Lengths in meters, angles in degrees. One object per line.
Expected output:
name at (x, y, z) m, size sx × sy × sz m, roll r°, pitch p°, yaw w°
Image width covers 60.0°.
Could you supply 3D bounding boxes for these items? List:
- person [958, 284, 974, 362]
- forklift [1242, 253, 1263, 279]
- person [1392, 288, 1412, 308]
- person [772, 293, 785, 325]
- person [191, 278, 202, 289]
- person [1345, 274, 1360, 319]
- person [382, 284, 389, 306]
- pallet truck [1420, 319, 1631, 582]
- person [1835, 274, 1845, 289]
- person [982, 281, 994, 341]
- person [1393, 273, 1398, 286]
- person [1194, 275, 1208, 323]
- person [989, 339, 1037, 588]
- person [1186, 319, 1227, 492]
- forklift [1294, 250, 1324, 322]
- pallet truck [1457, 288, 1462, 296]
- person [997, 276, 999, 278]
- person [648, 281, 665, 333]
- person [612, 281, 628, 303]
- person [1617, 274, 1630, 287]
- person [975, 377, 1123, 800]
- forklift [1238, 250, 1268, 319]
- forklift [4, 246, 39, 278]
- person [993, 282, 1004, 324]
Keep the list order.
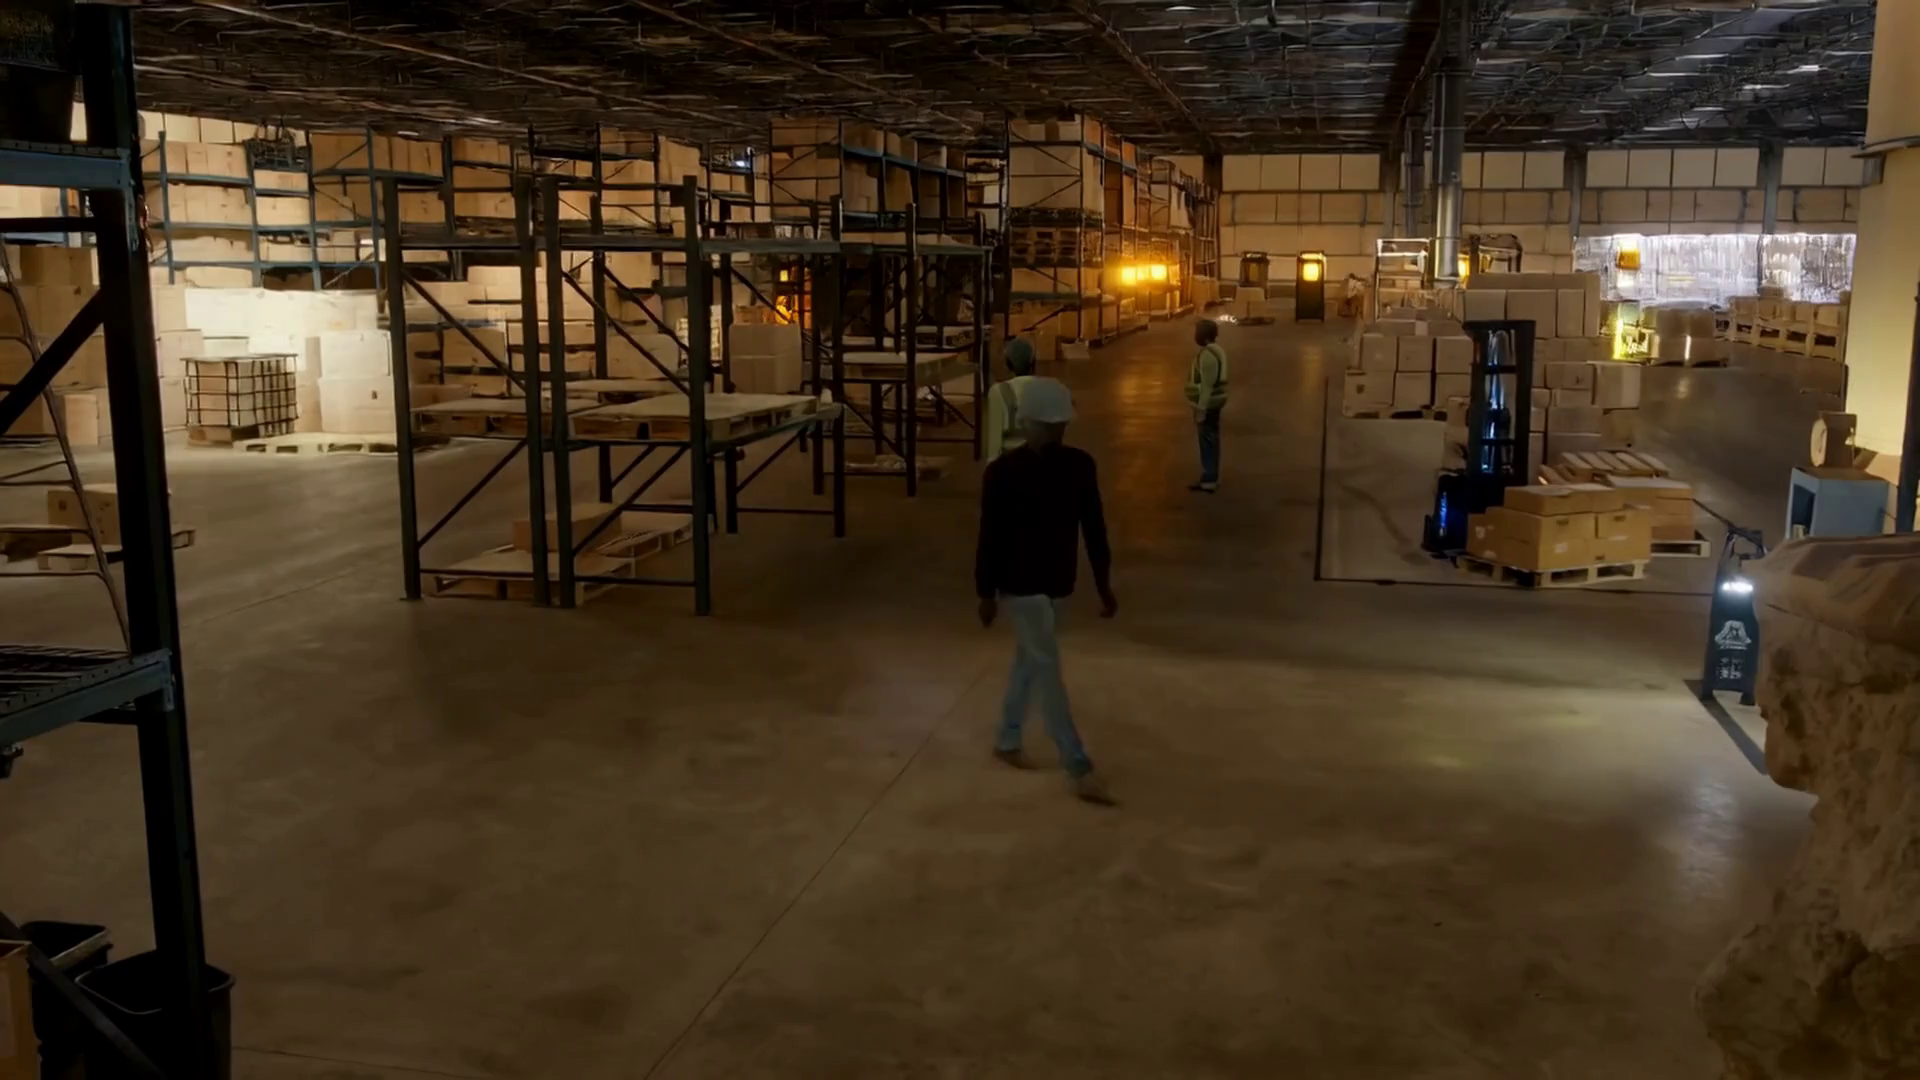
person at (0.234, -5.071, 39.180) m, size 0.564 × 1.884 × 1.019 m, roll 0°, pitch 10°, yaw -3°
forklift at (13.939, -12.361, 79.405) m, size 1.129 × 2.768 × 1.873 m, roll 0°, pitch 10°, yaw 0°
person at (12.539, -6.311, 47.192) m, size 0.602 × 1.647 × 0.745 m, roll 6°, pitch 11°, yaw 32°
person at (-4.244, -4.920, 38.841) m, size 0.342 × 1.693 × 0.550 m, roll 1°, pitch 10°, yaw 4°
person at (-21.652, -6.455, 47.207) m, size 0.602 × 1.954 × 1.030 m, roll 3°, pitch 10°, yaw 16°
person at (16.382, -10.154, 69.339) m, size 0.597 × 1.887 × 1.075 m, roll -1°, pitch 10°, yaw -8°
person at (-13.228, -5.010, 38.737) m, size 0.391 × 1.913 × 0.587 m, roll -1°, pitch 10°, yaw -8°
pallet truck at (4.543, -0.757, 13.299) m, size 0.823 × 1.965 × 1.885 m, roll -4°, pitch 10°, yaw -22°
person at (39.351, -10.986, 74.356) m, size 0.403 × 1.833 × 0.590 m, roll 8°, pitch 12°, yaw 40°
person at (0.736, -6.865, 49.882) m, size 0.671 × 1.850 × 0.983 m, roll 3°, pitch 10°, yaw 17°
person at (23.072, -13.279, 88.238) m, size 0.485 × 1.735 × 0.346 m, roll -7°, pitch 12°, yaw -36°
person at (9.265, -9.307, 64.324) m, size 0.397 × 1.874 × 0.762 m, roll -4°, pitch 11°, yaw -24°
person at (0.471, -0.554, 12.431) m, size 0.585 × 1.882 × 0.337 m, roll -5°, pitch 11°, yaw -25°
person at (2.624, -1.430, 17.749) m, size 0.429 × 1.840 × 0.635 m, roll 3°, pitch 10°, yaw 19°
forklift at (13.778, -10.002, 65.433) m, size 1.129 × 2.768 × 1.873 m, roll 2°, pitch 10°, yaw 12°
pallet truck at (20.506, -9.785, 68.819) m, size 0.653 × 1.274 × 1.630 m, roll 2°, pitch 10°, yaw 12°
person at (2.163, -13.779, 91.002) m, size 0.595 × 1.801 × 0.895 m, roll 0°, pitch 10°, yaw -3°
person at (-7.819, -5.640, 42.416) m, size 0.876 × 1.936 × 0.606 m, roll 2°, pitch 10°, yaw 12°
person at (-9.189, -6.001, 44.530) m, size 0.631 × 1.936 × 0.362 m, roll -2°, pitch 10°, yaw -11°
person at (28.829, -10.650, 72.327) m, size 0.566 × 1.847 × 0.389 m, roll -2°, pitch 10°, yaw -10°
person at (0.436, 0.219, 7.685) m, size 0.602 × 1.929 × 1.015 m, roll -7°, pitch 12°, yaw -38°
forklift at (11.656, -10.067, 65.819) m, size 1.129 × 2.768 × 1.873 m, roll 2°, pitch 10°, yaw 12°
forklift at (-25.085, -6.495, 44.669) m, size 1.873 × 2.768 × 1.129 m, roll 2°, pitch 10°, yaw 12°
person at (1.344, -9.110, 63.922) m, size 0.806 × 1.604 × 0.515 m, roll 1°, pitch 10°, yaw 3°
